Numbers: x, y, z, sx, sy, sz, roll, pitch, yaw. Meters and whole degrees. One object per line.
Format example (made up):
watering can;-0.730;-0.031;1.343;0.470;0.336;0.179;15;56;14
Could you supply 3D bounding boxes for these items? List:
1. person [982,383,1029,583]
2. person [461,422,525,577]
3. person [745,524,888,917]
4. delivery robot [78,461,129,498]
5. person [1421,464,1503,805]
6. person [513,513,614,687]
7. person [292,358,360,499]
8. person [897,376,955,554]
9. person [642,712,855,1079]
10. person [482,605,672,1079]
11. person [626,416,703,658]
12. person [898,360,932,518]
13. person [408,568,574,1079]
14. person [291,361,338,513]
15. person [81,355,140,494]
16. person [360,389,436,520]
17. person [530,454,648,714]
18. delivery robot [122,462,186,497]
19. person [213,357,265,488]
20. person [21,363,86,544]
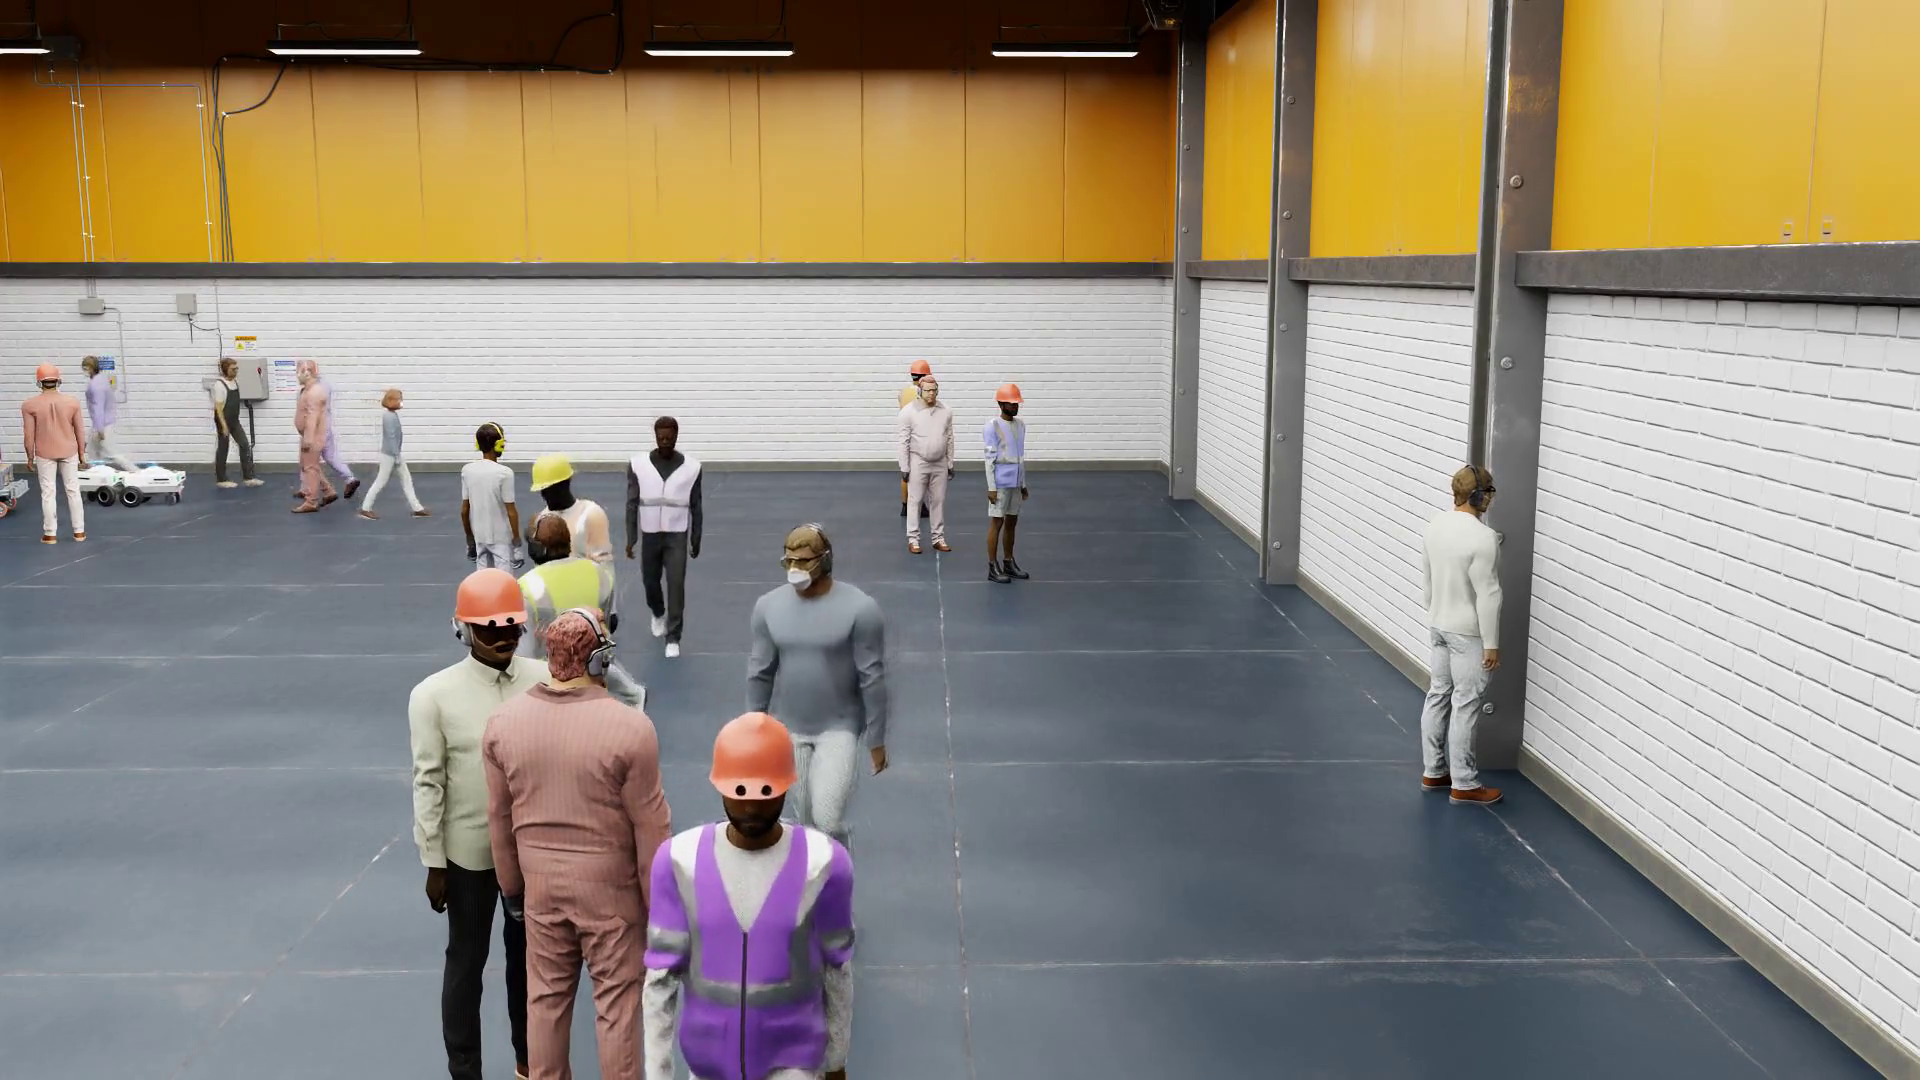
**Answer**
person;0.467;-0.556;16.152;0.359;1.938;0.547;8;12;40
person;-3.575;0.028;12.786;0.531;1.867;0.316;4;10;23
person;-0.662;0.879;7.414;0.654;1.915;0.596;4;10;22
delivery robot;-11.082;-0.780;21.463;0.707;0.478;0.477;2;9;15
person;2.864;0.533;9.472;0.372;1.940;0.630;-3;10;-18
person;-2.017;0.753;8.580;0.935;1.797;0.619;9;13;44
person;-8.420;-1.460;21.902;0.903;1.871;0.651;3;10;15
person;-0.342;-0.801;17.777;0.644;1.903;0.401;-5;10;-27
person;-0.562;1.374;4.507;0.551;1.889;1.013;0;9;2
person;-1.271;1.166;5.686;0.652;1.906;0.409;3;10;15
person;-2.351;-0.062;13.276;0.606;1.895;0.844;-1;9;-8
person;-0.507;-1.234;20.332;0.542;1.933;0.382;8;12;41
person;-1.644;1.082;5.934;0.377;1.995;0.612;9;13;42
person;-8.113;-1.283;20.724;0.485;1.894;0.674;-4;10;-23
person;-11.484;-1.552;22.413;0.913;1.900;0.646;-4;10;-22
person;-6.892;-1.036;20.163;0.866;1.588;0.522;-1;9;-9
person;-2.367;0.388;10.517;0.650;1.886;0.653;7;12;37
delivery robot;-10.349;-0.763;21.362;0.707;0.478;0.477;-2;9;-11
person;-9.970;-1.599;22.898;0.792;1.815;0.552;1;9;9
person;-10.012;-0.955;18.415;0.611;1.997;0.375;-7;12;-38
